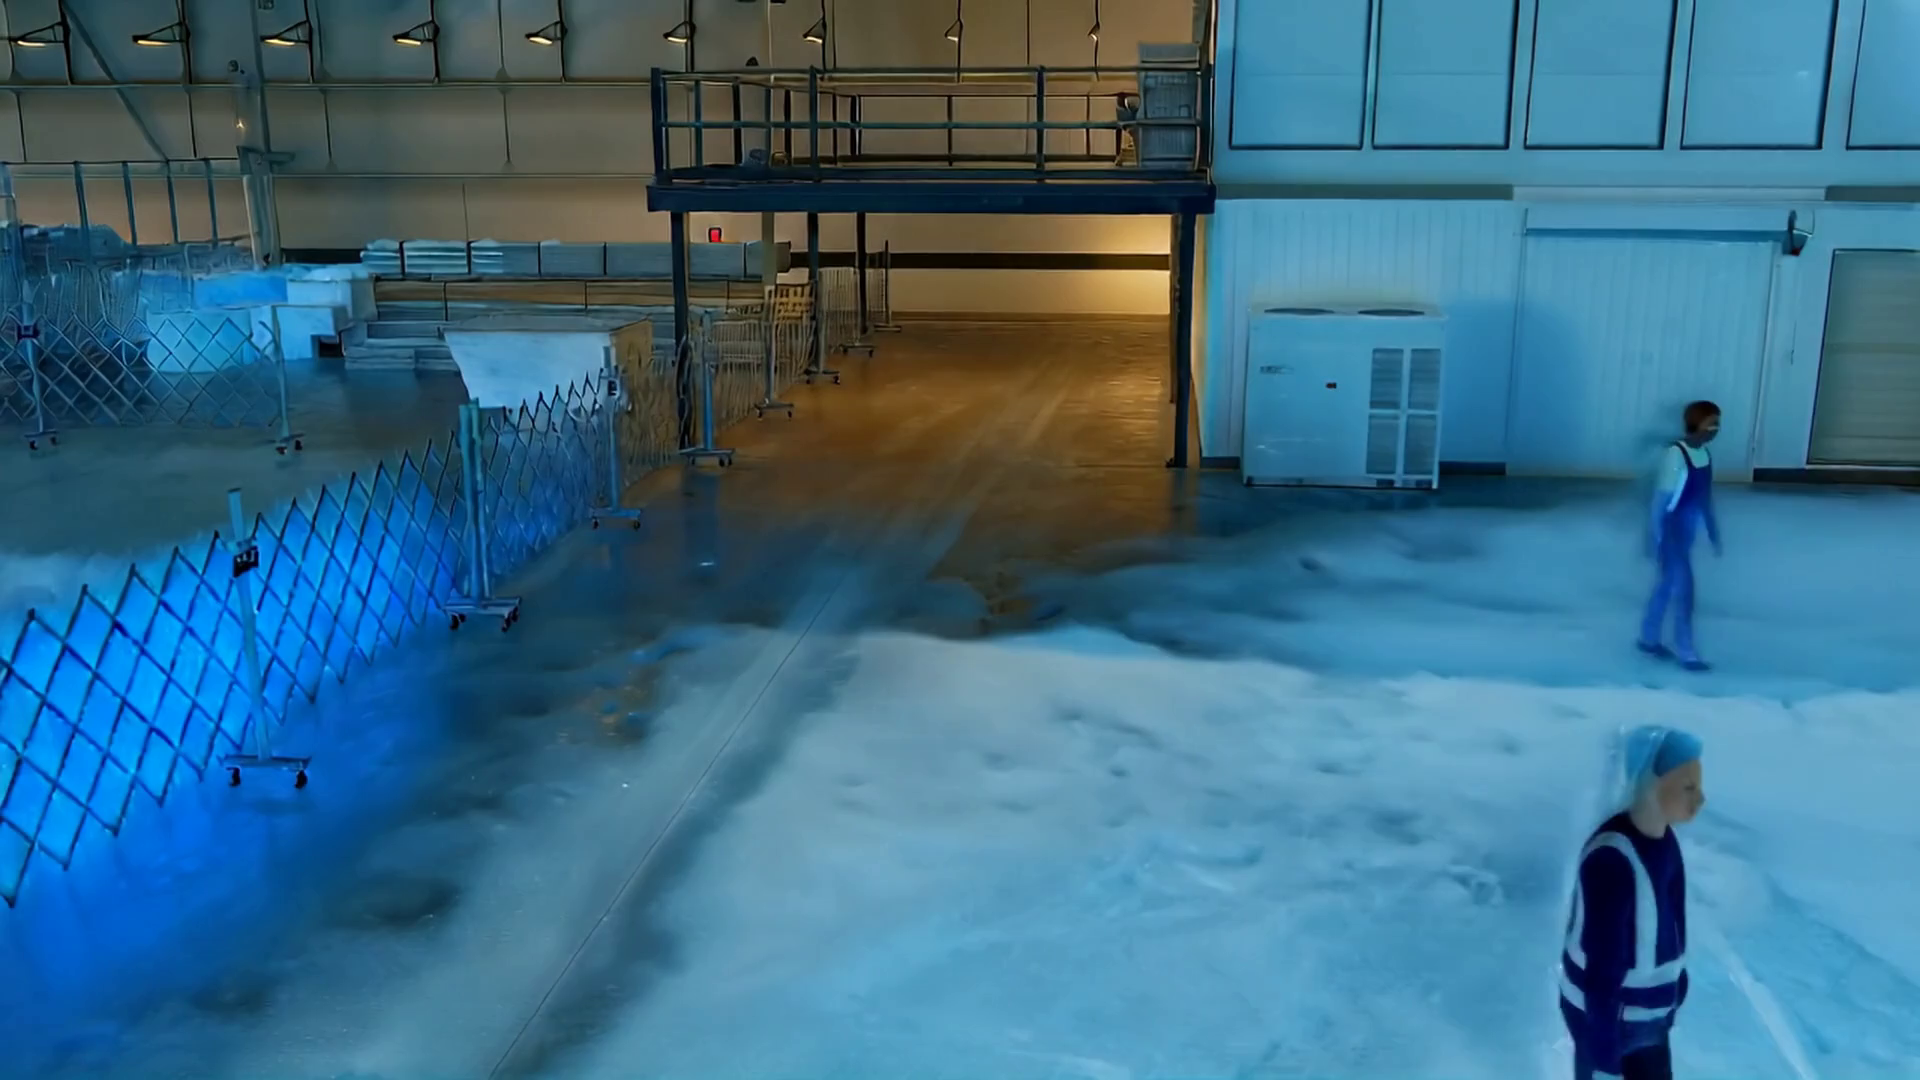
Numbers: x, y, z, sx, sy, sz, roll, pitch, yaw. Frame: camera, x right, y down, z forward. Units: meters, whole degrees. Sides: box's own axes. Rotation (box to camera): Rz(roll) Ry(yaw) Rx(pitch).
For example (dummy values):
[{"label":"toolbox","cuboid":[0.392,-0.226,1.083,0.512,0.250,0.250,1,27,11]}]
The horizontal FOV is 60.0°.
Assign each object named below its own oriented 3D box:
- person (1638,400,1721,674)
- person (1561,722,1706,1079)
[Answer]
[{"label":"person","cuboid":[4.892,-0.016,11.077,0.529,1.816,0.744,-11,17,-38]},{"label":"person","cuboid":[1.941,1.433,5.058,0.724,1.866,0.597,12,18,40]}]
